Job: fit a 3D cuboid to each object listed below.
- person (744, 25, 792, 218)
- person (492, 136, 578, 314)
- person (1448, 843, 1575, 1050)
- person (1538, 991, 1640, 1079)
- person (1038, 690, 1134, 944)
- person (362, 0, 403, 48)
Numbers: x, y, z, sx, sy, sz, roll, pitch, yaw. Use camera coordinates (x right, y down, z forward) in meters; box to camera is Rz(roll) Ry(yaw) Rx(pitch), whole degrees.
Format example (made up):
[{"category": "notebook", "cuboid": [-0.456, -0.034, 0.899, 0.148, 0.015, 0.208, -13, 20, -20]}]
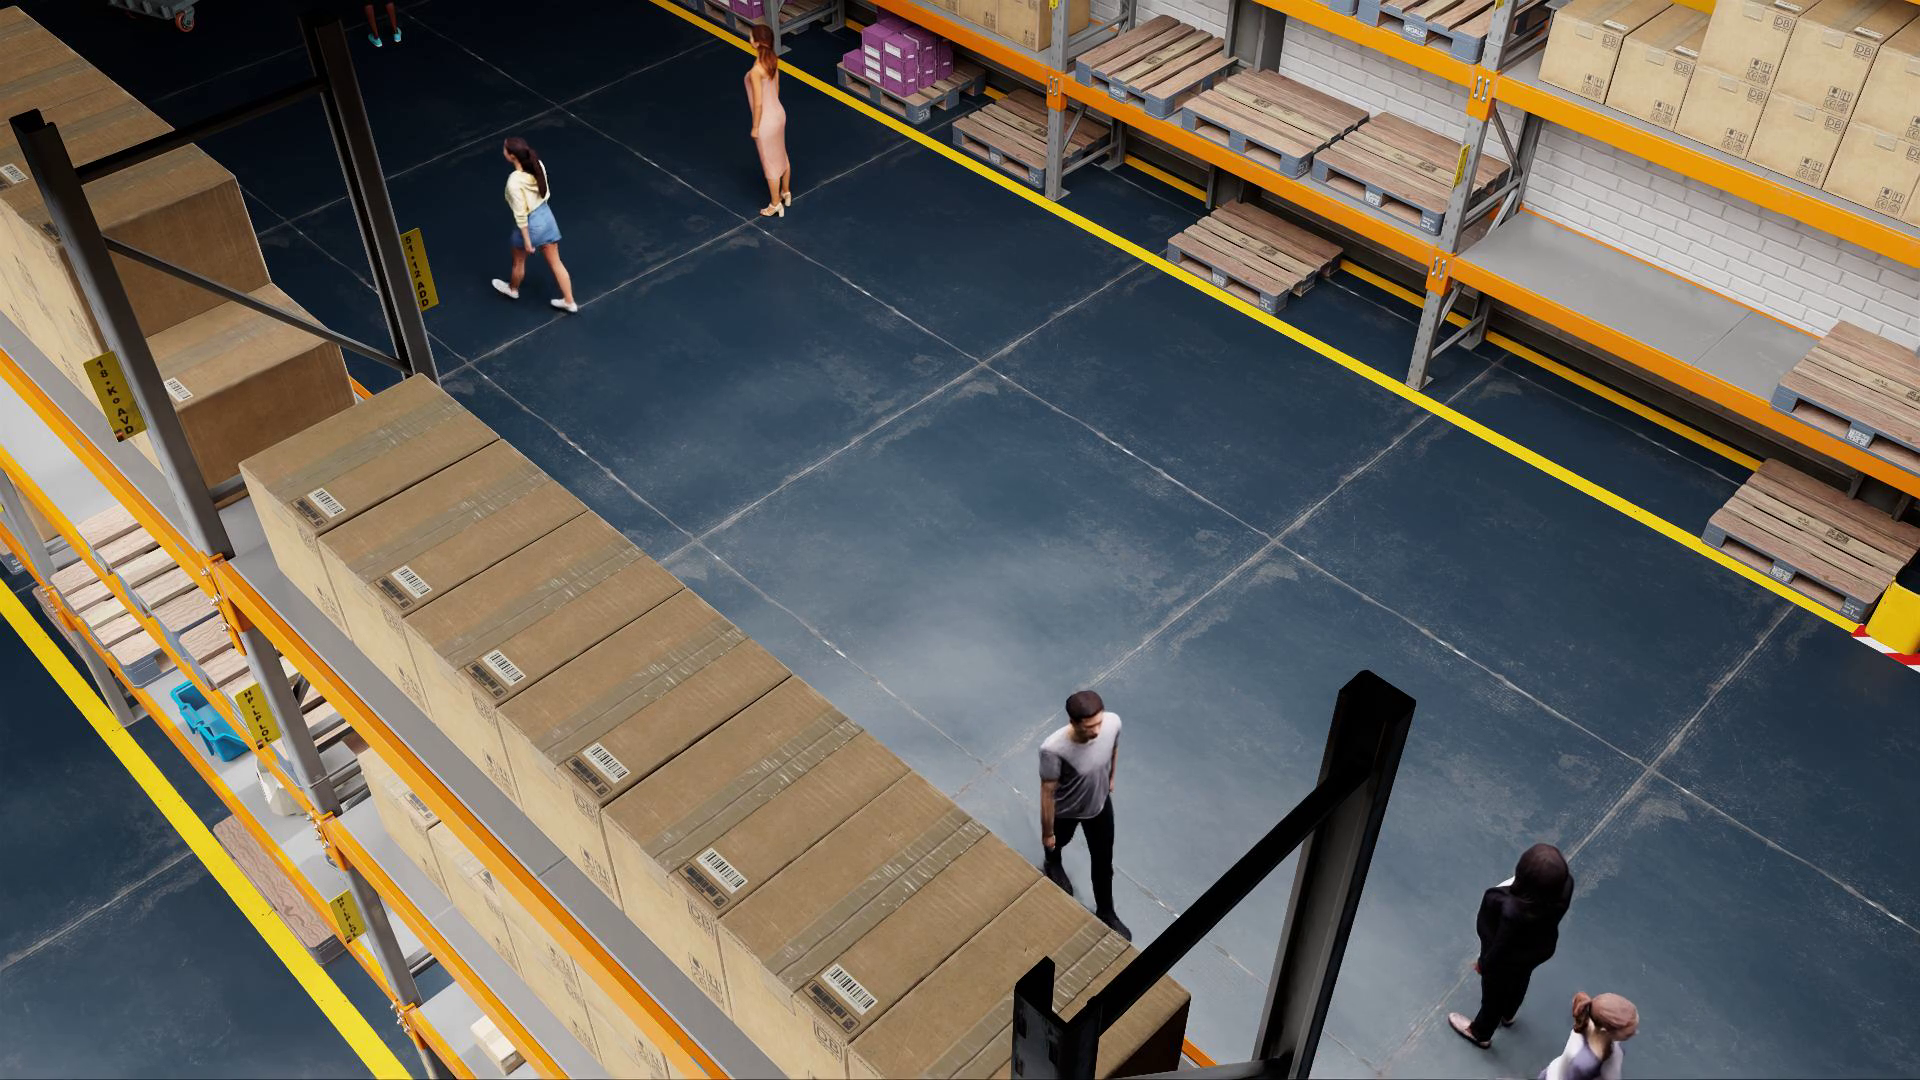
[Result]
[{"category": "person", "cuboid": [-1.689, -3.726, 14.788, 0.634, 1.831, 0.652, 17, 46, 17]}, {"category": "person", "cuboid": [-3.439, -2.563, 13.735, 1.113, 1.599, 0.879, 18, 47, 18]}, {"category": "person", "cuboid": [2.947, 2.140, 8.786, 0.676, 1.616, 0.661, -27, 50, -26]}, {"category": "person", "cuboid": [2.903, 2.671, 8.146, 1.180, 1.730, 0.858, 17, 46, 17]}, {"category": "person", "cuboid": [0.623, 1.410, 9.390, 0.931, 1.839, 1.116, -18, 46, -18]}, {"category": "person", "cuboid": [-6.157, -5.976, 17.228, 0.616, 1.723, 0.631, -20, 47, -20]}]
